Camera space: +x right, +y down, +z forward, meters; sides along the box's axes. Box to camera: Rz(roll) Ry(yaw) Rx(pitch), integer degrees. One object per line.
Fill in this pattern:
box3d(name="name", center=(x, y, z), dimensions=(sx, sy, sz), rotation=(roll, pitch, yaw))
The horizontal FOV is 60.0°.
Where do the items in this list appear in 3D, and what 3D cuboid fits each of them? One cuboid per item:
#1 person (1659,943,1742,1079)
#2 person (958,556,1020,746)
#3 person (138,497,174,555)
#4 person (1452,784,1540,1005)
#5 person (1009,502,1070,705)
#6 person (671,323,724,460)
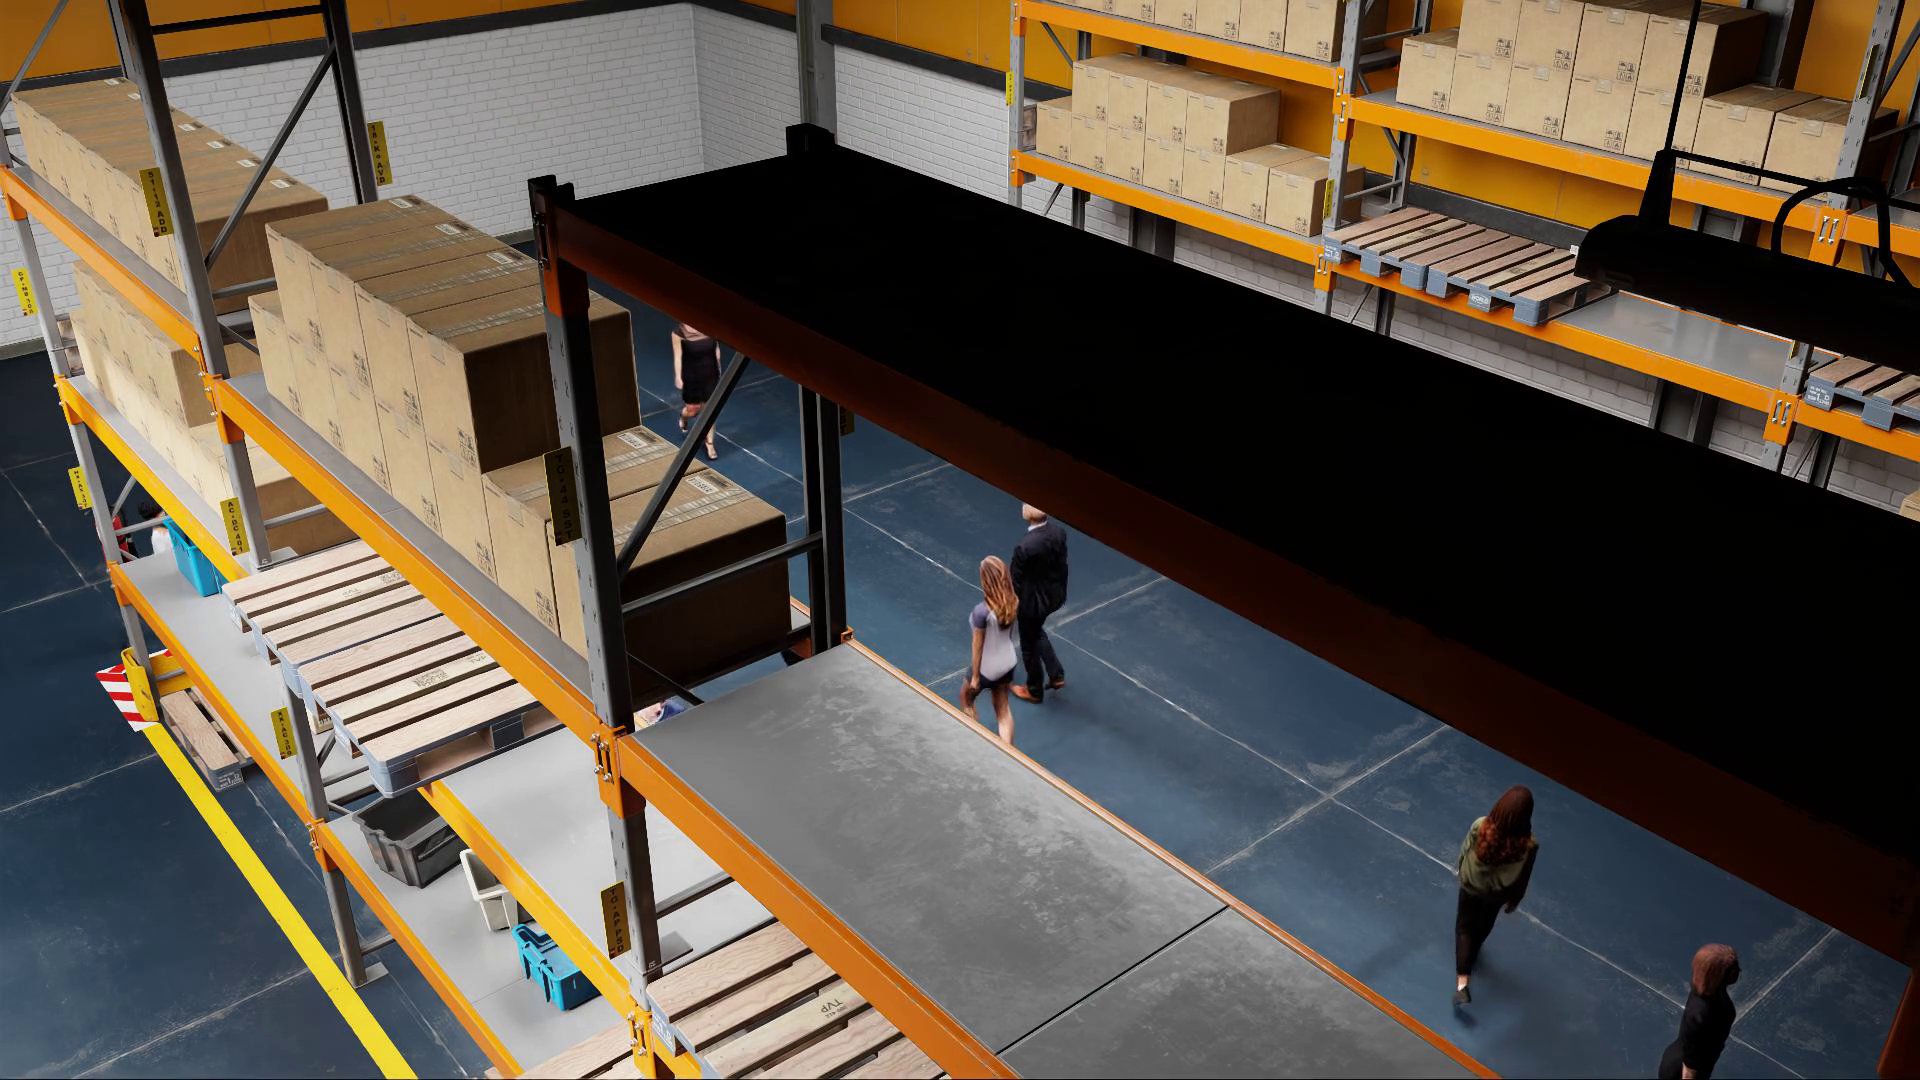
box3d(name="person", center=(3.754, 2.753, 8.605), dimensions=(0.602, 1.706, 0.645), rotation=(16, 32, 27))
box3d(name="person", center=(0.296, 0.932, 11.933), dimensions=(0.658, 1.715, 0.695), rotation=(-25, 37, -38))
box3d(name="person", center=(-6.587, 0.230, 13.703), dimensions=(0.639, 1.251, 0.555), rotation=(-11, 30, -19))
box3d(name="person", center=(3.162, 2.148, 9.990), dimensions=(1.021, 1.441, 0.974), rotation=(6, 29, 11))
box3d(name="person", center=(0.642, 0.497, 12.657), dimensions=(0.727, 1.786, 0.727), rotation=(23, 36, 36))
box3d(name="person", center=(-2.640, -1.632, 16.648), dimensions=(0.717, 1.702, 0.883), rotation=(-16, 33, -27))
